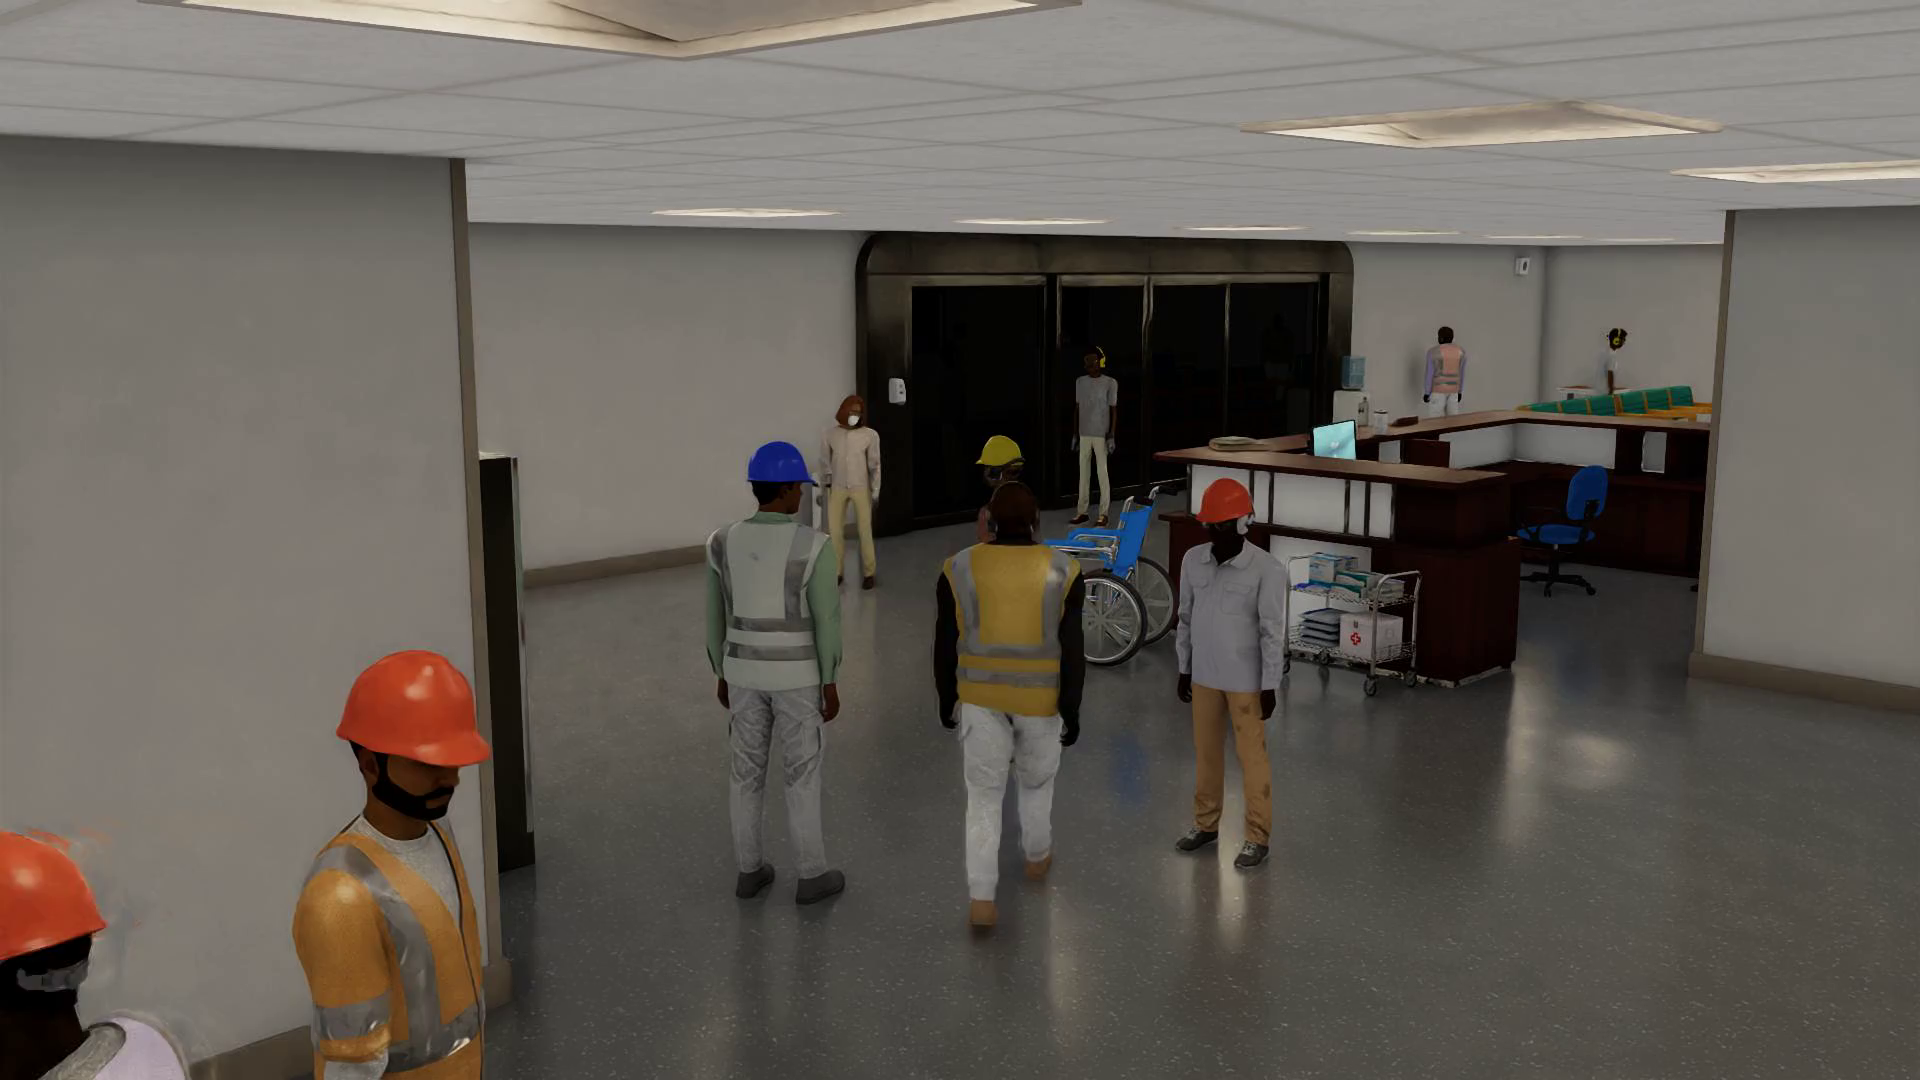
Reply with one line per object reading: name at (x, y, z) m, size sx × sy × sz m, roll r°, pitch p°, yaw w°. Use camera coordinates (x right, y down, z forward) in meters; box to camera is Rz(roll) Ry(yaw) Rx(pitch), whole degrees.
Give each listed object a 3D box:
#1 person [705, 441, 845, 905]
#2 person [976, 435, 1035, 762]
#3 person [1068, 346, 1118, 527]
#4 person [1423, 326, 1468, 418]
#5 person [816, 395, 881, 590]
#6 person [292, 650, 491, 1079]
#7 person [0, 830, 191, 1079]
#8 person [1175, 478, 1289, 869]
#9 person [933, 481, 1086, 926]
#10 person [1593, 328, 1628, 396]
person at (-0.771, 0.558, 6.977) m, size 0.605 × 1.944 × 0.402 m, roll 3°, pitch 10°, yaw 20°
person at (0.232, 0.318, 9.003) m, size 0.322 × 1.769 × 0.523 m, roll 6°, pitch 11°, yaw 31°
person at (1.373, -1.069, 17.192) m, size 0.508 × 1.872 × 0.329 m, roll 6°, pitch 11°, yaw 31°
person at (6.882, -2.117, 23.695) m, size 0.625 × 1.846 × 0.429 m, roll -2°, pitch 10°, yaw -15°
person at (-0.916, -0.394, 13.801) m, size 0.533 × 1.622 × 0.294 m, roll 1°, pitch 9°, yaw 7°
person at (-1.070, 1.163, 3.303) m, size 0.369 × 1.931 × 0.552 m, roll 0°, pitch 9°, yaw -1°
person at (-1.357, 1.340, 2.413) m, size 0.969 × 1.874 × 0.540 m, roll 0°, pitch 9°, yaw -2°
person at (1.184, 0.587, 7.428) m, size 0.563 × 1.742 × 0.361 m, roll 9°, pitch 13°, yaw 44°
person at (0.198, 0.652, 6.904) m, size 0.638 × 1.794 × 0.984 m, roll 1°, pitch 9°, yaw 6°
person at (9.046, -2.082, 23.511) m, size 0.680 × 1.840 × 0.595 m, roll 1°, pitch 9°, yaw 5°
